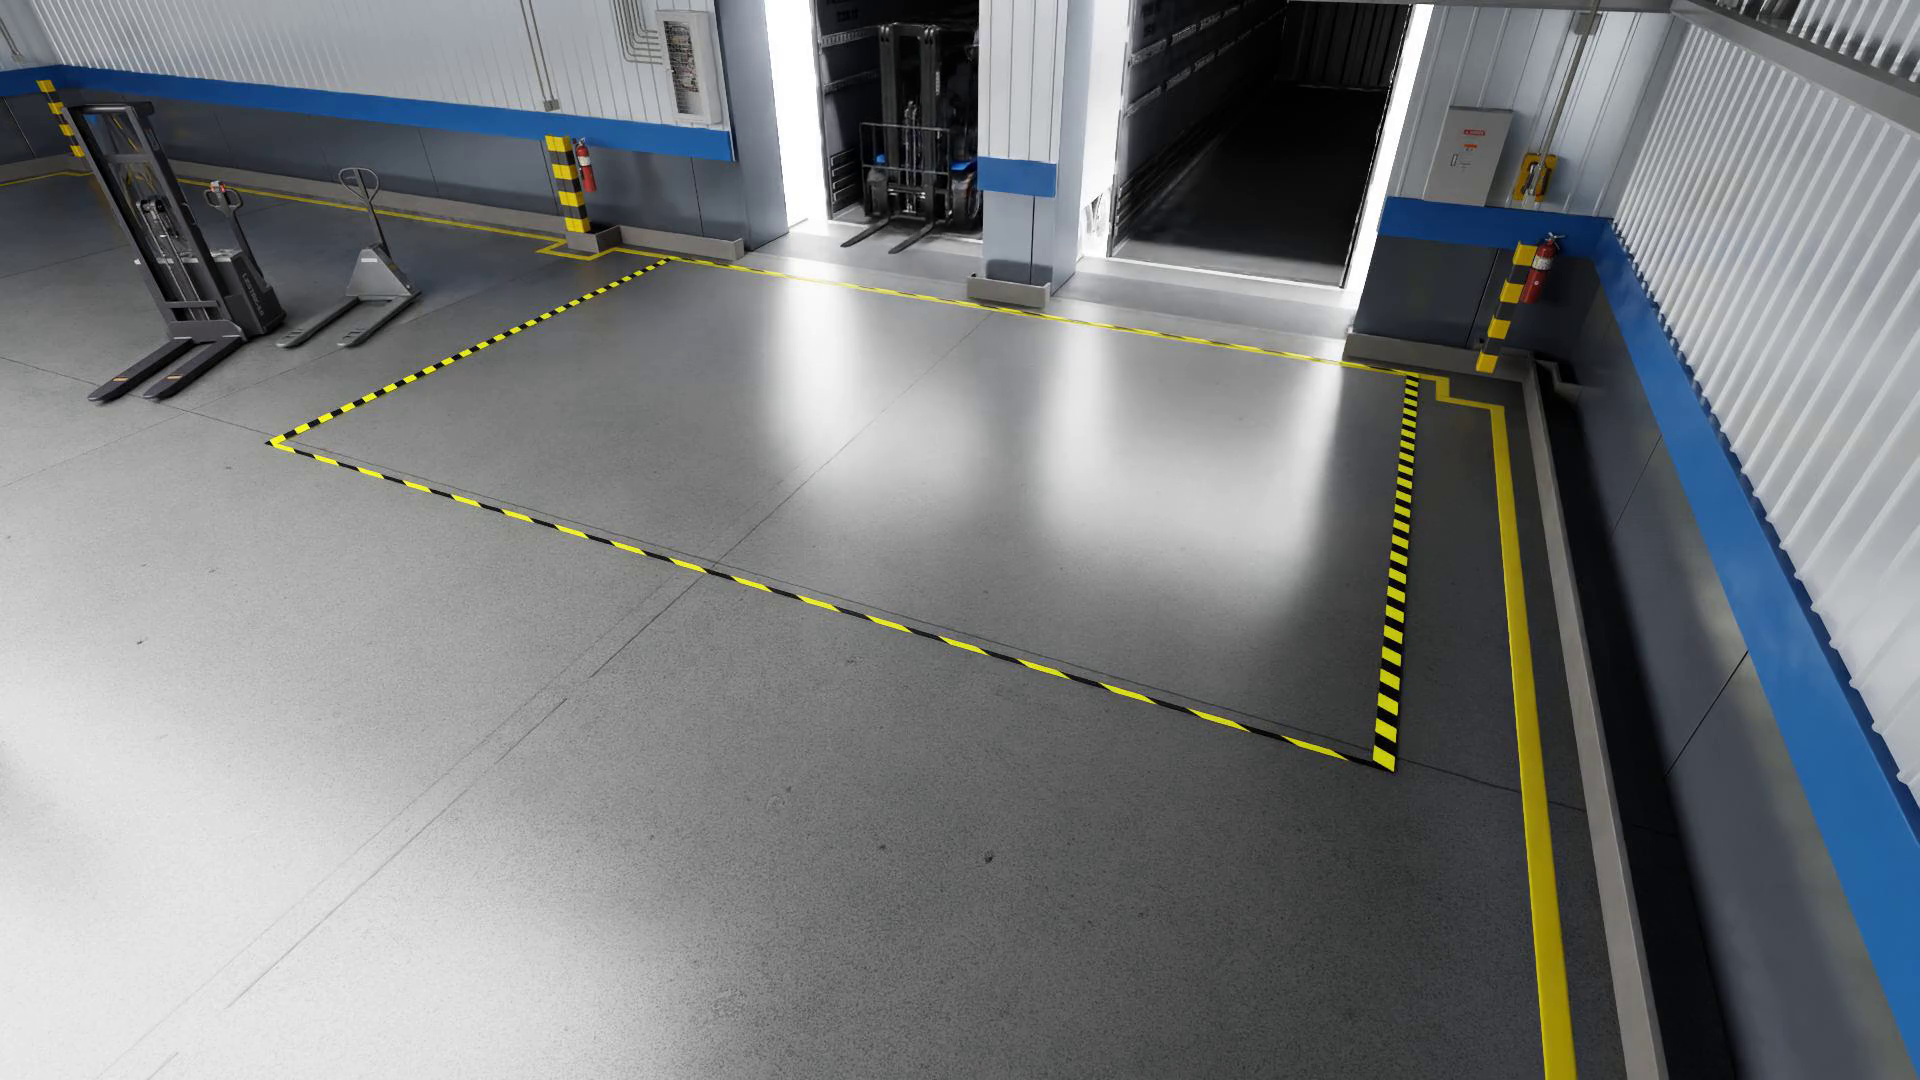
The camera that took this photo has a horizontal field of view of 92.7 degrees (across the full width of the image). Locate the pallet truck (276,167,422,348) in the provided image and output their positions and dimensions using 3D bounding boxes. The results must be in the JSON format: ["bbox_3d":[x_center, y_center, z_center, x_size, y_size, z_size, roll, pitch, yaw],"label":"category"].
[{"bbox_3d":[-5.732,-2.611,8.414,0.680,1.201,1.601,-1,35,-1],"label":"pallet truck"}]

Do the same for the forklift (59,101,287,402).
[{"bbox_3d":[-6.686,-2.387,7.434,0.823,1.965,1.885,-3,35,-5],"label":"forklift"}]

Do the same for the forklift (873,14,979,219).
[{"bbox_3d":[-0.125,-5.262,11.218,1.157,2.036,2.680,13,37,18],"label":"forklift"}]
